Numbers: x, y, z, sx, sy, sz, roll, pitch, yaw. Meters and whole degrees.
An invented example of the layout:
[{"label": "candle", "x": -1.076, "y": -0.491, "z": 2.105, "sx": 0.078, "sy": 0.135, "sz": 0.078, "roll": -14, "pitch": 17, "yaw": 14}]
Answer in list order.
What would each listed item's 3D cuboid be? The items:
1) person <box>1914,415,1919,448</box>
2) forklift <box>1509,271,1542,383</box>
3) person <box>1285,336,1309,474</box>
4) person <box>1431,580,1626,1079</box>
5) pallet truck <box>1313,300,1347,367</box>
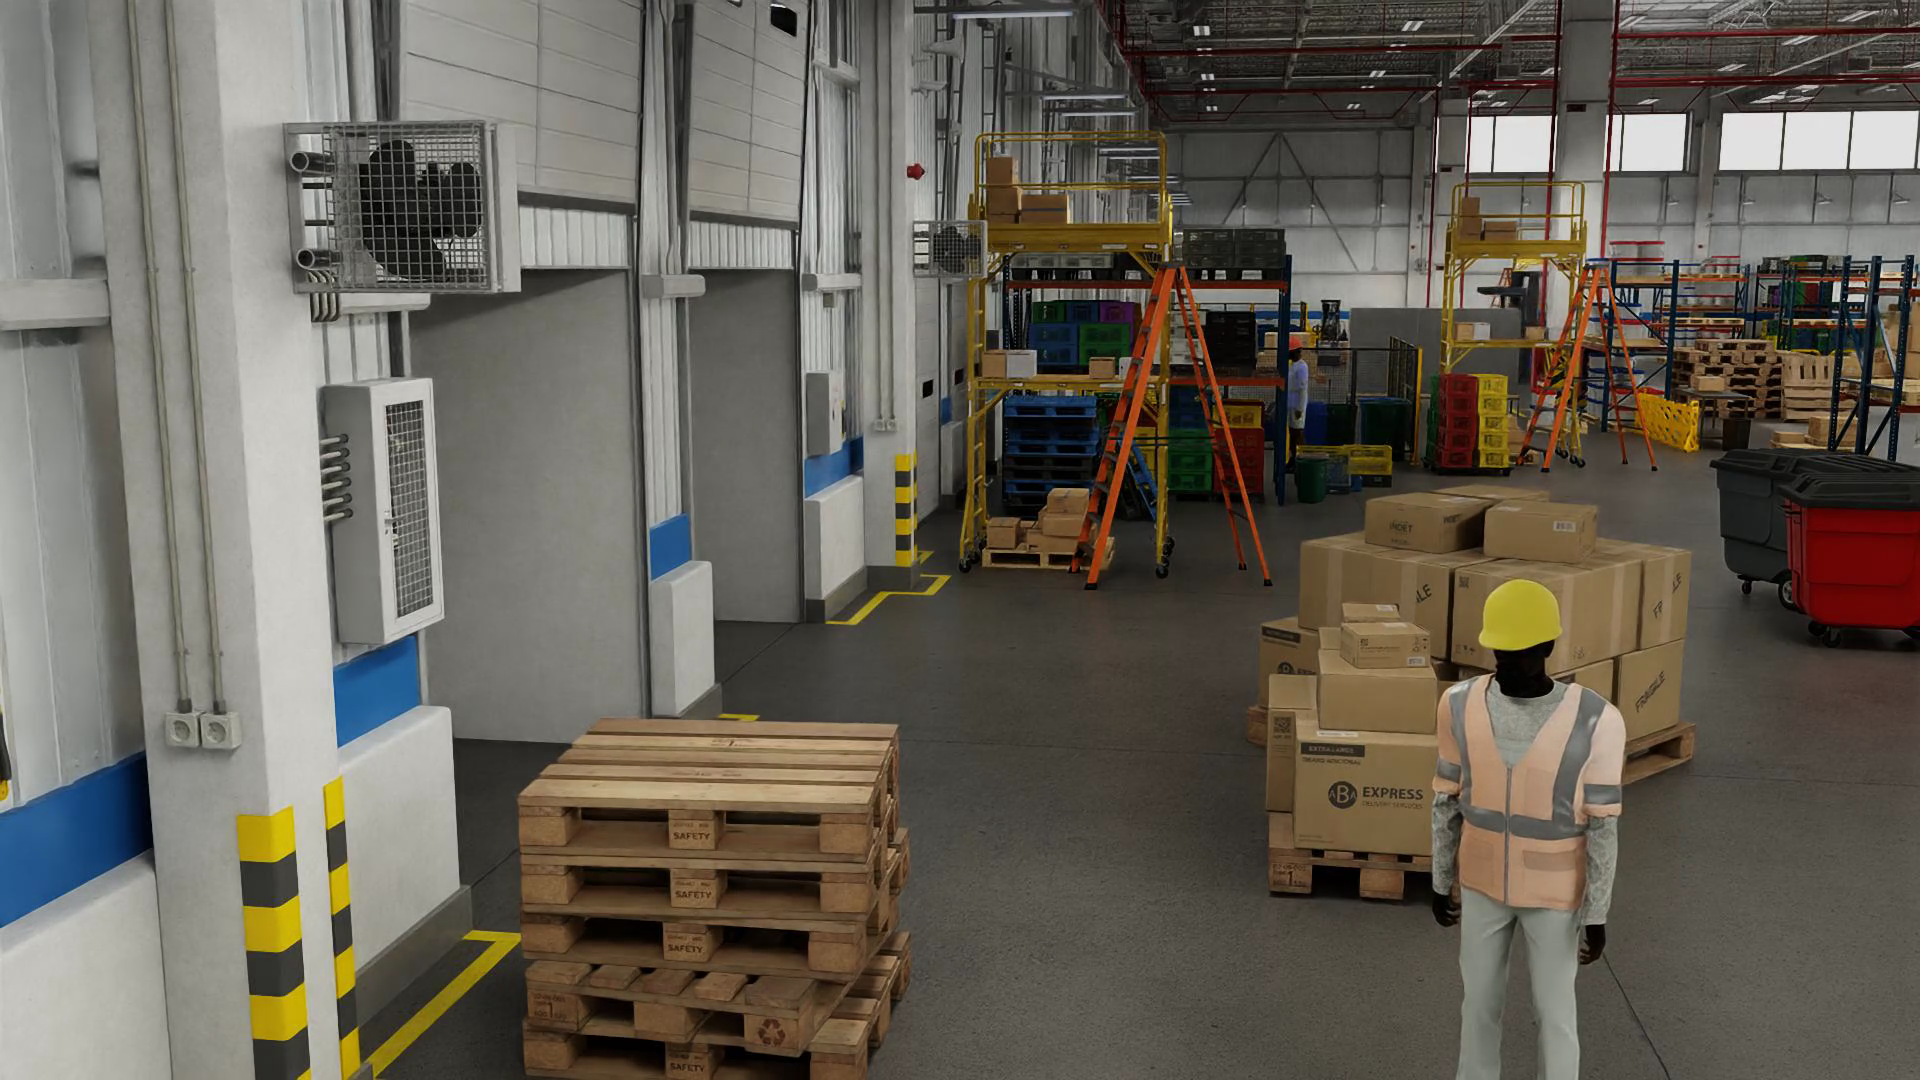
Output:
[{"label": "person", "x": 15.598, "y": -2.331, "z": 26.672, "sx": 0.332, "sy": 1.737, "sz": 0.486, "roll": 8, "pitch": 12, "yaw": 41}, {"label": "forklift", "x": 14.092, "y": -5.322, "z": 41.590, "sx": 1.873, "sy": 2.768, "sz": 1.129, "roll": -2, "pitch": 9, "yaw": -11}, {"label": "person", "x": 4.688, "y": -1.894, "z": 23.364, "sx": 0.374, "sy": 1.932, "sz": 0.542, "roll": -1, "pitch": 9, "yaw": -6}, {"label": "person", "x": 1.728, "y": 1.064, "z": 5.170, "sx": 0.587, "sy": 1.918, "sz": 0.398, "roll": 7, "pitch": 12, "yaw": 37}, {"label": "pallet truck", "x": 11.159, "y": -6.200, "z": 49.718, "sx": 0.823, "sy": 1.965, "sz": 1.885, "roll": 4, "pitch": 10, "yaw": 26}]
